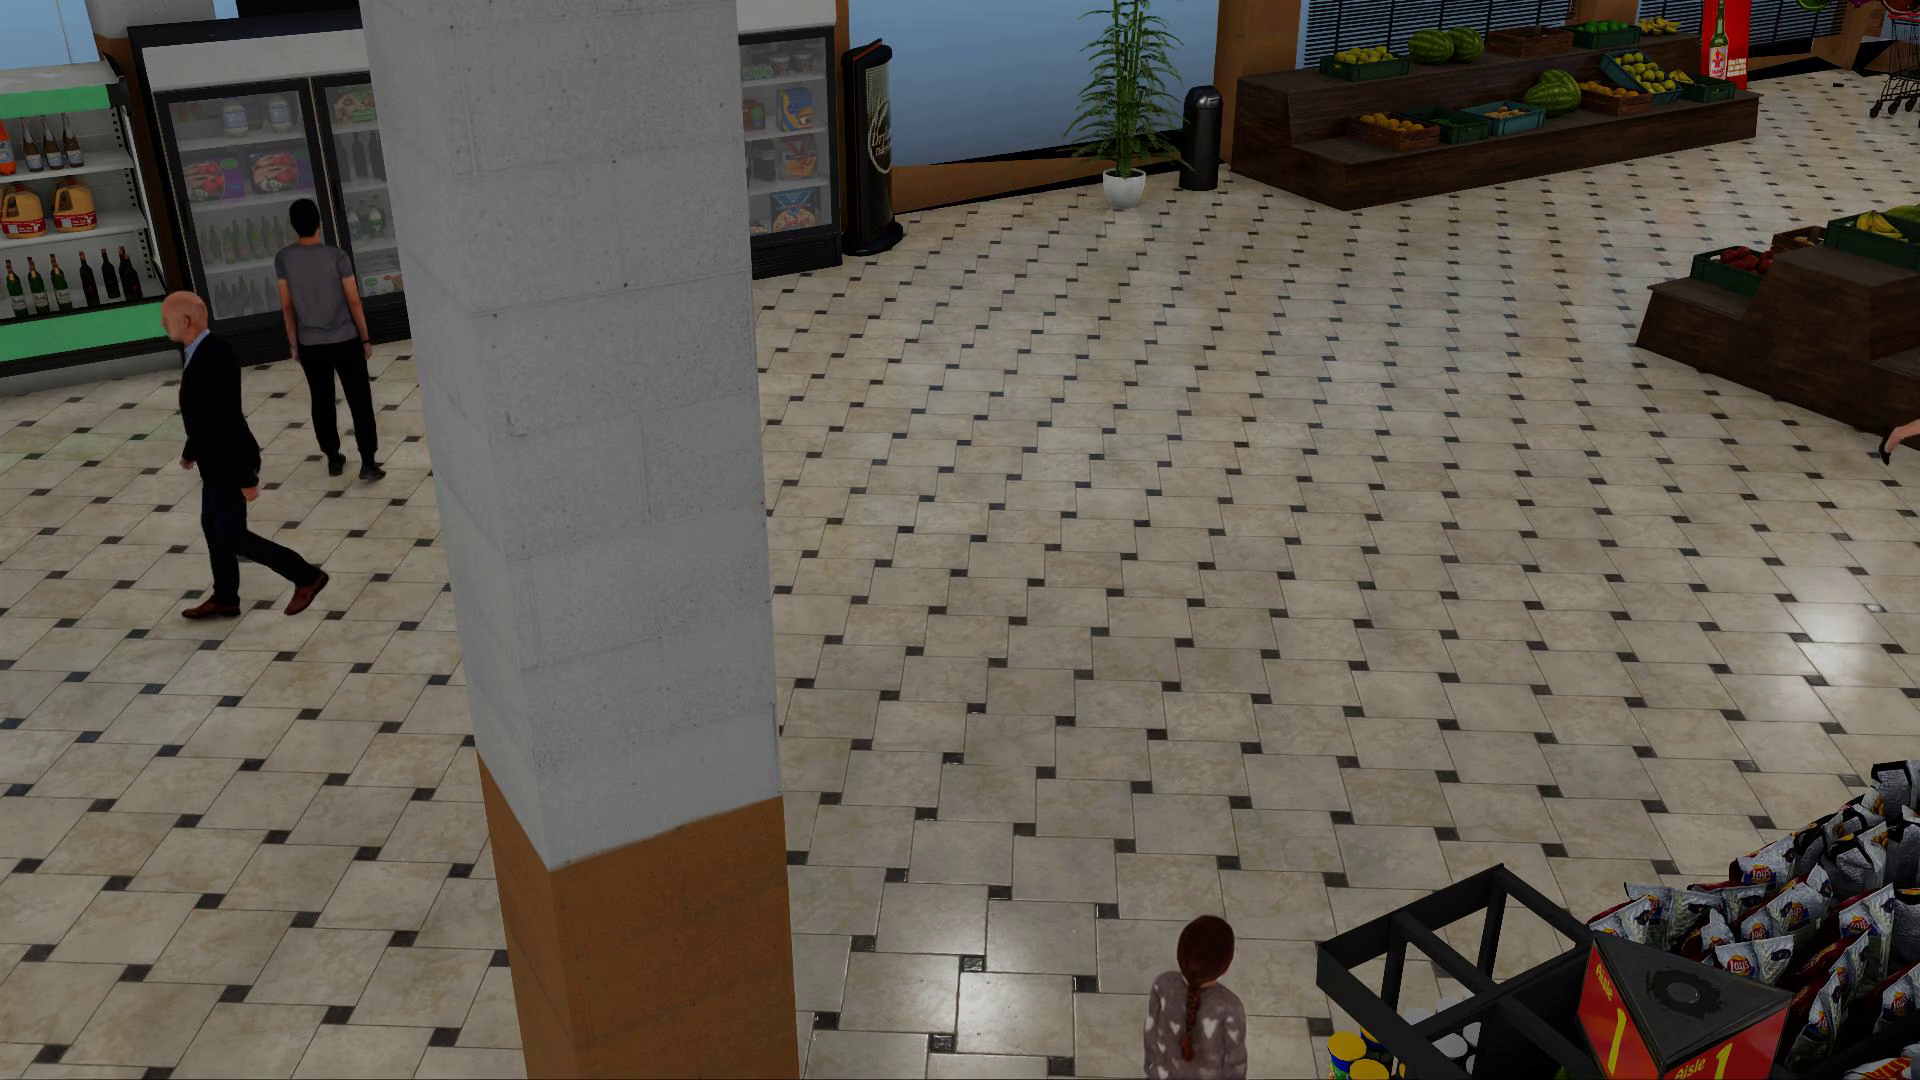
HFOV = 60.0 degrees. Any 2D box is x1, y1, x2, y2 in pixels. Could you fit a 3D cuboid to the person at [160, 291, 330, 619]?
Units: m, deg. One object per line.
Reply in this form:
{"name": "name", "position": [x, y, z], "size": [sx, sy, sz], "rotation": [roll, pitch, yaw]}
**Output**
{"name": "person", "position": [-3.754, -0.386, 8.460], "size": [1.060, 1.781, 0.849], "rotation": [-8, 28, -15]}

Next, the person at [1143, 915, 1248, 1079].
{"name": "person", "position": [0.710, 1.646, 5.102], "size": [0.552, 1.194, 0.579], "rotation": [15, 30, 27]}

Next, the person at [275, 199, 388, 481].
{"name": "person", "position": [-3.836, -1.214, 10.088], "size": [0.770, 1.785, 0.826], "rotation": [-3, 27, -6]}
